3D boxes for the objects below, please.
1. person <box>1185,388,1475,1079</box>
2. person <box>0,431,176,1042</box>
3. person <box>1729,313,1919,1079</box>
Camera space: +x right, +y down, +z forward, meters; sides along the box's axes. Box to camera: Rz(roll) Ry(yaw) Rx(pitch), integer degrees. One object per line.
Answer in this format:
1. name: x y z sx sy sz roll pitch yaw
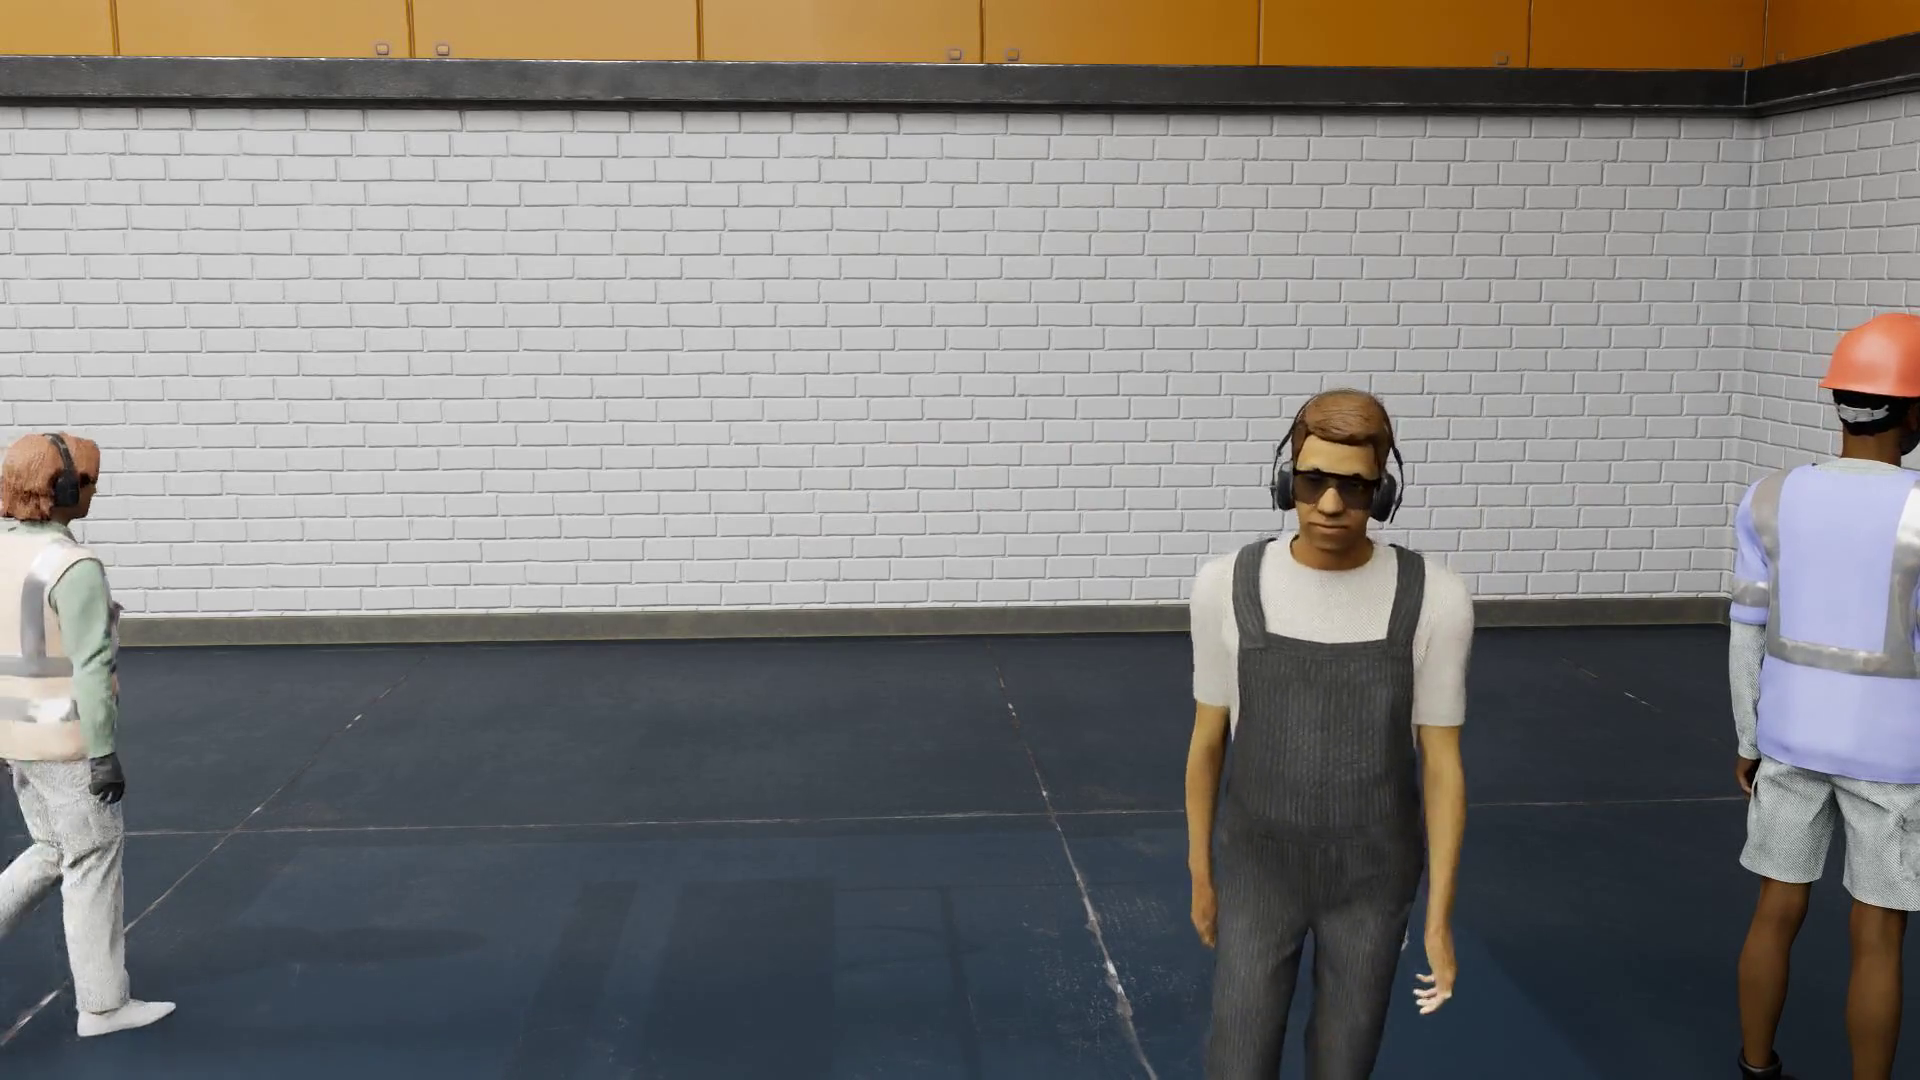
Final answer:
1. person: 0.649 0.639 3.013 0.500 1.828 0.432 2 9 12
2. person: -2.392 0.540 4.286 0.527 1.627 0.507 7 12 39
3. person: 2.020 0.464 3.769 0.362 1.938 0.545 -7 11 -38
